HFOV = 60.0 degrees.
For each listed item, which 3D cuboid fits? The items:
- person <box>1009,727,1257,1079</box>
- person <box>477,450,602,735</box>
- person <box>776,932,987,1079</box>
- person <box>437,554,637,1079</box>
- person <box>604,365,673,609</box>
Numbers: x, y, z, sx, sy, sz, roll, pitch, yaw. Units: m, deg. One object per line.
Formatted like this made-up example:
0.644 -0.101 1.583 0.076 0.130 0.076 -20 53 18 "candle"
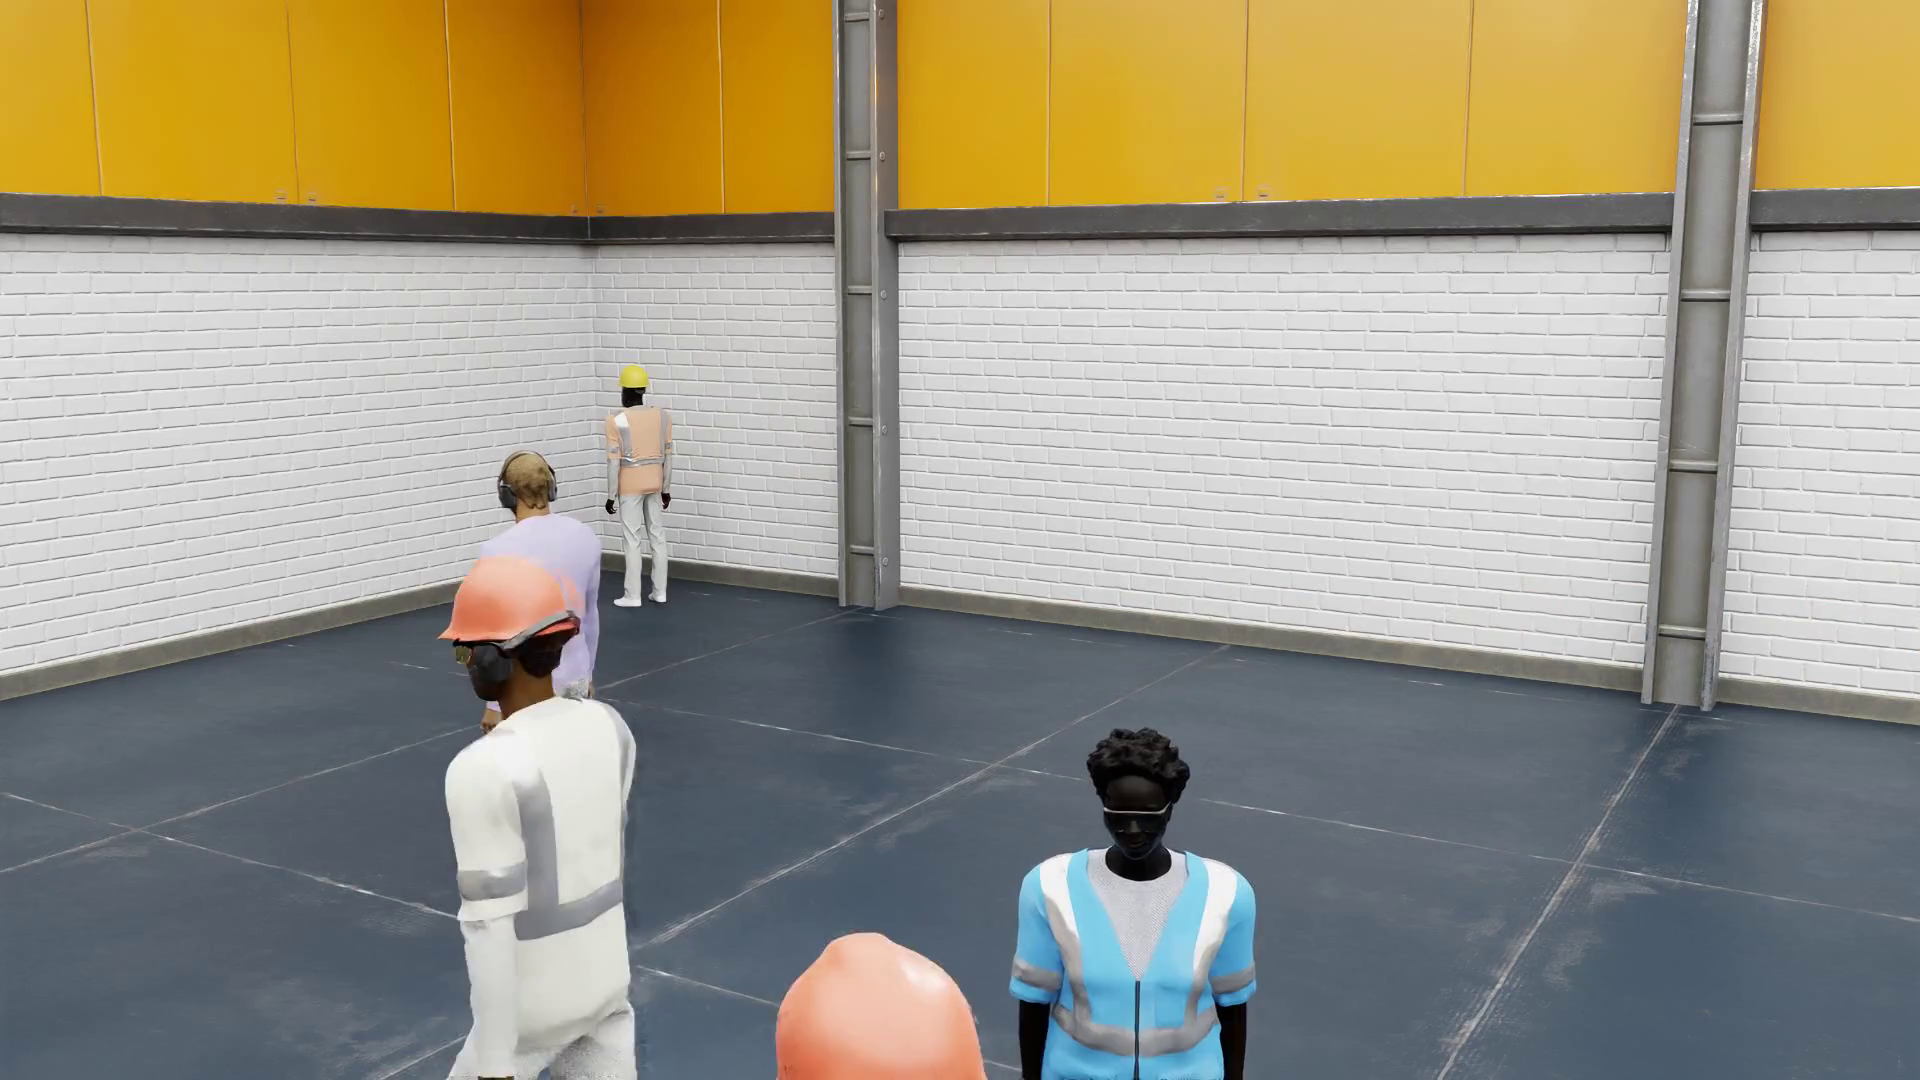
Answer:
0.375 1.227 3.631 0.537 1.695 0.320 0 9 3 "person"
-1.712 0.599 6.808 0.369 1.936 0.630 5 10 29 "person"
-0.097 1.375 2.002 0.577 1.918 0.701 -3 9 -15 "person"
-1.072 1.030 3.896 0.932 2.004 0.652 4 10 23 "person"
-2.549 -0.420 13.190 0.588 1.930 0.361 -8 12 -41 "person"
